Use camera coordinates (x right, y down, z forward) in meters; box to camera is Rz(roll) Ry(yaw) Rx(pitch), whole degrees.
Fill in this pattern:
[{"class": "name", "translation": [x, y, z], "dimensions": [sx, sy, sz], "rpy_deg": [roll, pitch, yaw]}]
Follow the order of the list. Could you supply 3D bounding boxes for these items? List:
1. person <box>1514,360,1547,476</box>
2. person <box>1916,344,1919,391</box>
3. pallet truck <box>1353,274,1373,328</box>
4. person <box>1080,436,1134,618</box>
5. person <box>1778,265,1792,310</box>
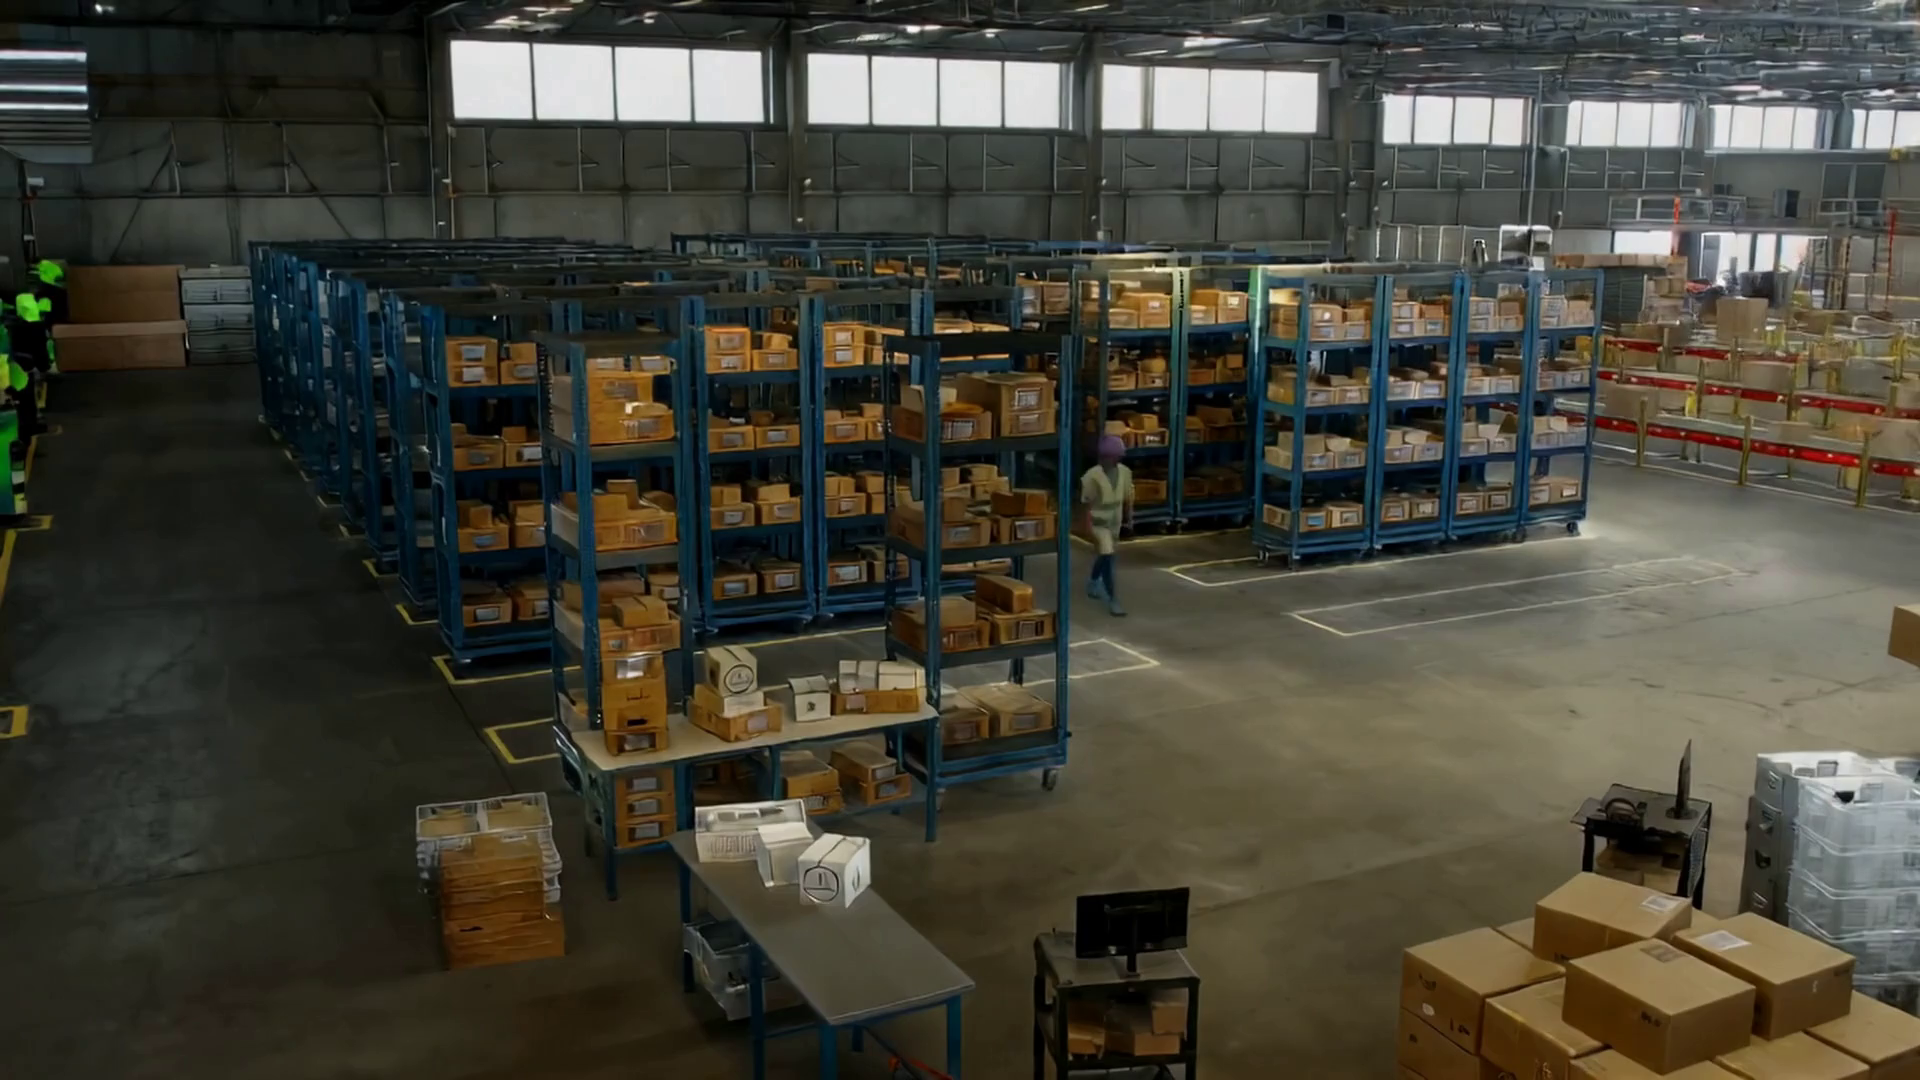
[{"class": "person", "translation": [9.354, -1.992, 27.146], "dimensions": [0.397, 1.907, 0.719], "rpy_deg": [0, 12, -2]}, {"class": "person", "translation": [21.779, -4.069, 37.482], "dimensions": [0.279, 1.633, 0.505], "rpy_deg": [-4, 13, -18]}, {"class": "pallet truck", "translation": [13.011, -8.050, 55.243], "dimensions": [0.823, 1.965, 1.885], "rpy_deg": [-7, 14, -28]}, {"class": "person", "translation": [1.644, -0.196, 18.583], "dimensions": [0.618, 1.989, 1.080], "rpy_deg": [-6, 14, -28]}, {"class": "person", "translation": [31.195, -9.543, 62.854], "dimensions": [0.384, 1.717, 0.511], "rpy_deg": [9, 15, 35]}]
